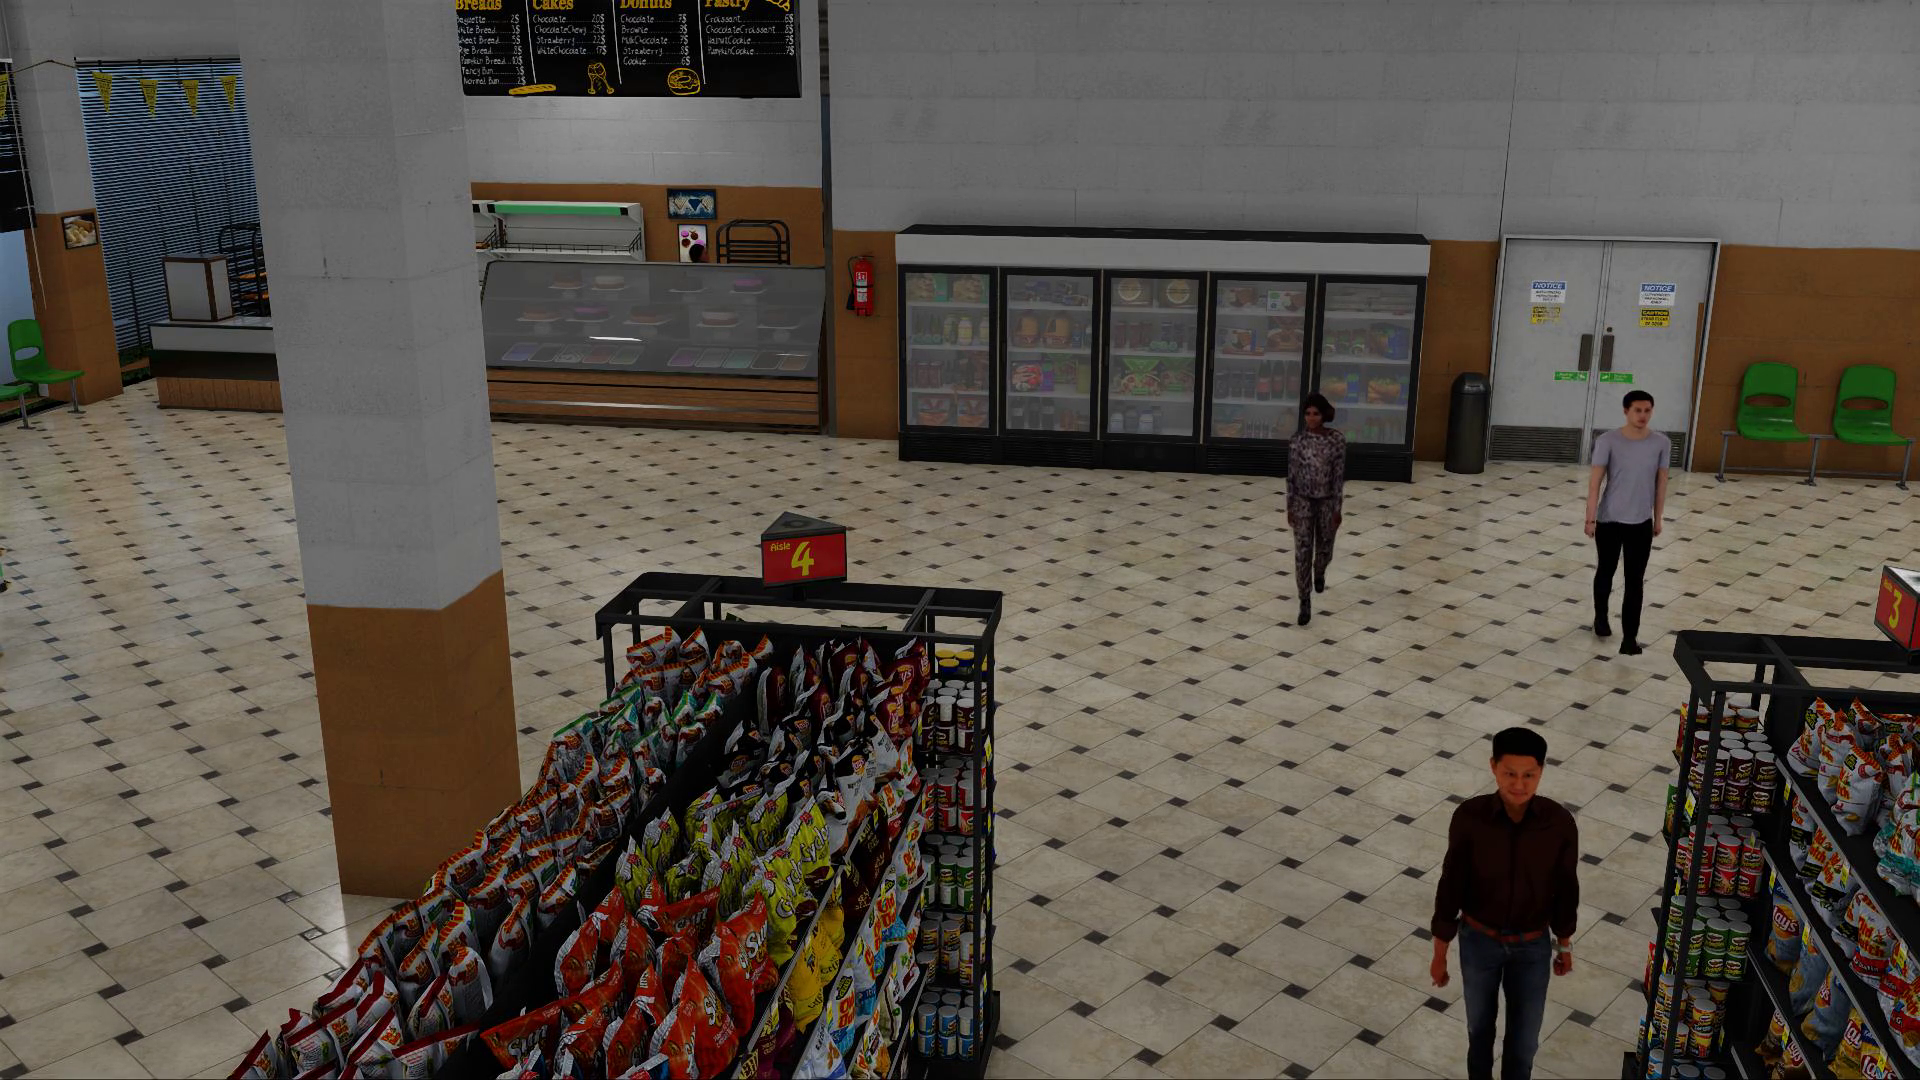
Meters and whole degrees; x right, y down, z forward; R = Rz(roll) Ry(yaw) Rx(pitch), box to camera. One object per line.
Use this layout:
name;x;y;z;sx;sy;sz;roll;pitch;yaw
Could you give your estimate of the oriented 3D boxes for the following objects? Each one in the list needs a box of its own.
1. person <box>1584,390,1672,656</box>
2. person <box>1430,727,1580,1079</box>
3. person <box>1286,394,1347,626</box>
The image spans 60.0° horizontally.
person;4.645;-0.142;11.689;0.714;1.823;1.144;3;17;11
person;2.077;1.508;6.374;0.739;1.754;0.966;5;17;15
person;2.624;-0.246;12.242;0.641;1.701;0.926;5;18;17
